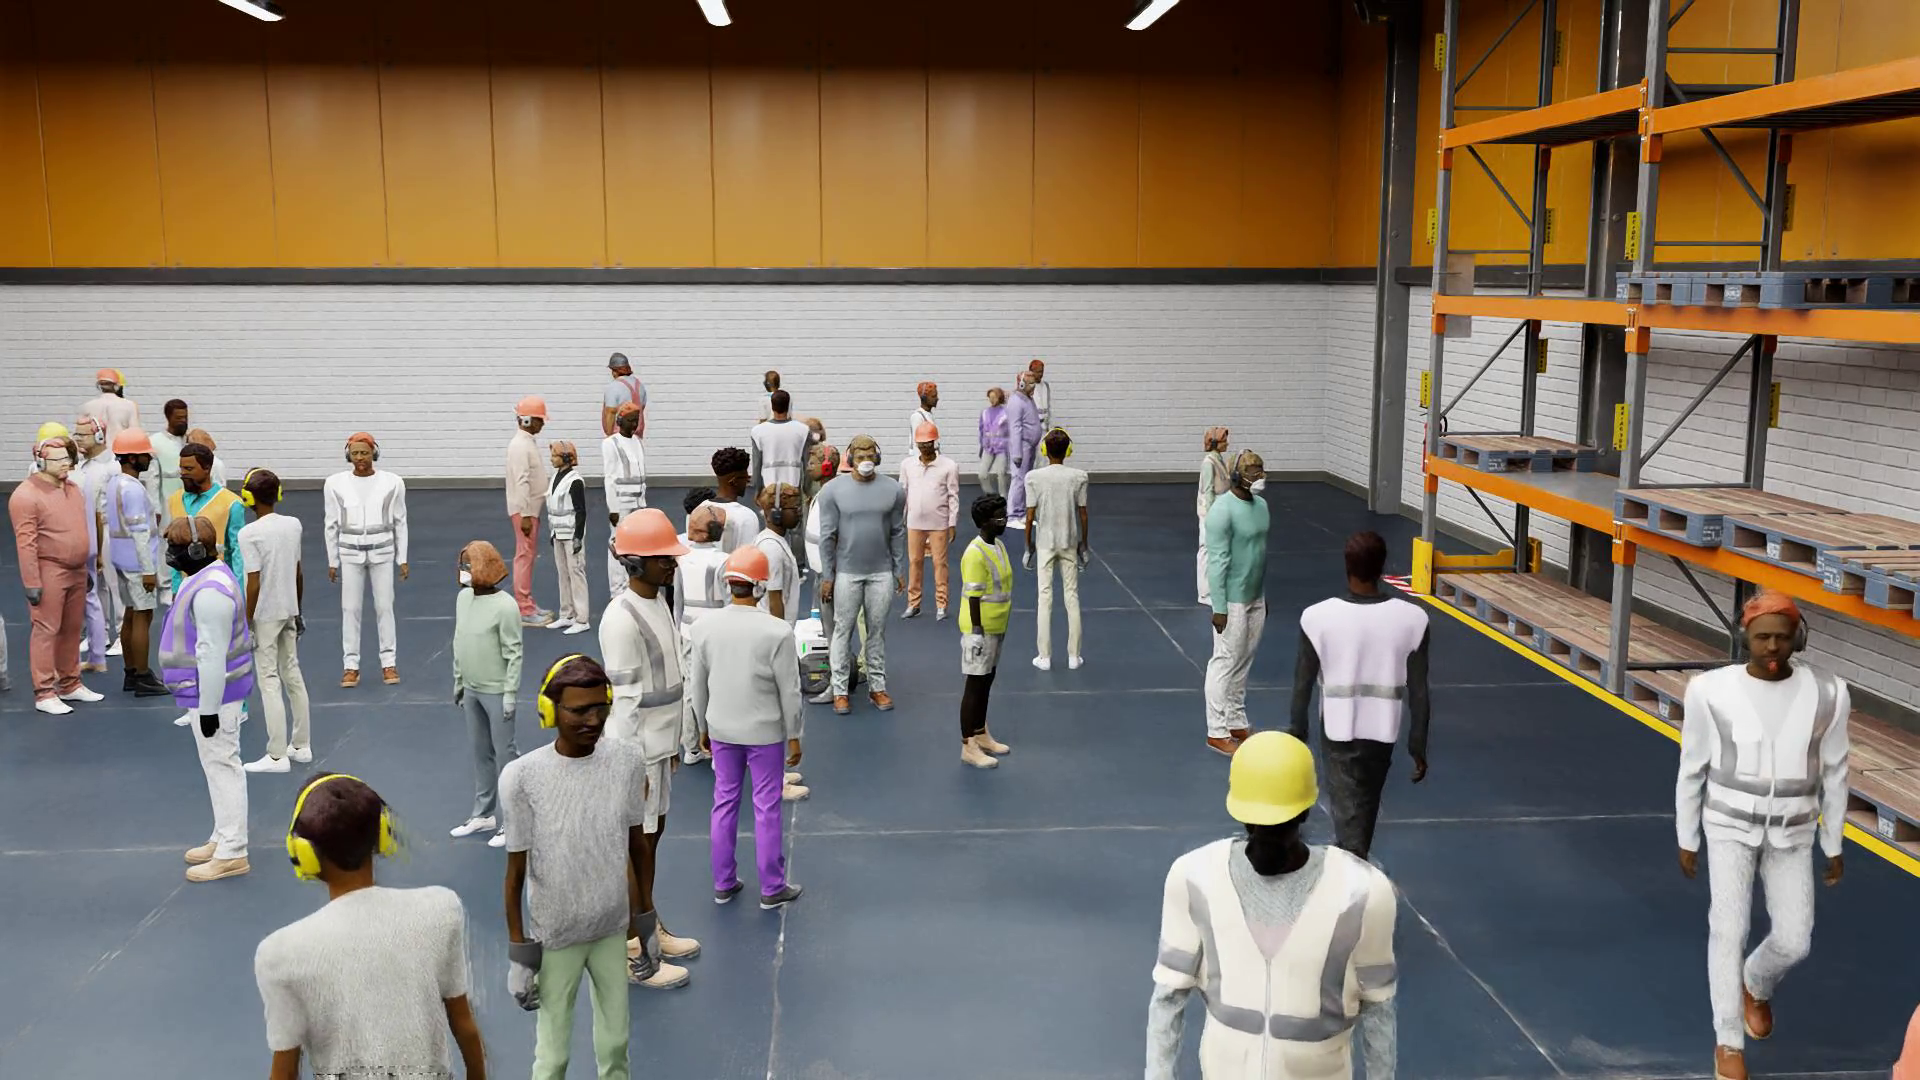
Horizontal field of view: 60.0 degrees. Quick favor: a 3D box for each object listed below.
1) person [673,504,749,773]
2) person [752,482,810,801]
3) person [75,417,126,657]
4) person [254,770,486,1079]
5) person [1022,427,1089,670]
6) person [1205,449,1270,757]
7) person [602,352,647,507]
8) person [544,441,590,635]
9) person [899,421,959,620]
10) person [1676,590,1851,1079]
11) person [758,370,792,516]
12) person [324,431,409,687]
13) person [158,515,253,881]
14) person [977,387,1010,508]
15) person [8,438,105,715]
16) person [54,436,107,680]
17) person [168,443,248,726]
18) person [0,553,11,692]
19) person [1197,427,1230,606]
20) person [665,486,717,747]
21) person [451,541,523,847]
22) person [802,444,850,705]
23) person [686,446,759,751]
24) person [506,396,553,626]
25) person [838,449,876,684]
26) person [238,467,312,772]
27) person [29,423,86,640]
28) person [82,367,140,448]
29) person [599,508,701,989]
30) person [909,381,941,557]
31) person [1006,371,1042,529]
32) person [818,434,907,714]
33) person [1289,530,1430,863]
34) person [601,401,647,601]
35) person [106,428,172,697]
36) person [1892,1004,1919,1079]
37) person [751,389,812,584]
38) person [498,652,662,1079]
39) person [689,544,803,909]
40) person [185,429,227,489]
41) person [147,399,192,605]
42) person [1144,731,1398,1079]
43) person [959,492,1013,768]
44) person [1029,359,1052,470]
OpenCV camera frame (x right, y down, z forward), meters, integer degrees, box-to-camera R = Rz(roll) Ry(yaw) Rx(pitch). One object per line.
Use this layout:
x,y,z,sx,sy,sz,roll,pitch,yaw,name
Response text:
-1.535,0.599,10.159,0.523,1.637,0.306,7,11,38,person
-1.062,0.579,9.635,0.328,1.844,0.511,-2,9,-12,person
-6.867,-0.028,13.253,0.639,1.910,0.407,4,10,24,person
-1.411,1.464,4.067,0.550,1.846,0.383,-7,11,-37,person
0.732,0.067,12.770,0.515,1.872,0.333,0,9,-2,person
1.771,0.388,10.541,0.355,1.938,0.637,7,11,36,person
-4.421,-1.446,21.735,0.536,2.000,0.685,5,10,28,person
-3.323,-0.025,14.072,0.307,1.639,0.525,-7,12,-38,person
-0.287,-0.168,14.612,0.563,1.751,0.330,2,9,14,person
2.997,1.101,6.264,0.596,1.871,0.484,2,9,15,person
-2.322,-1.209,20.904,0.502,1.837,0.349,-8,12,-42,person
-4.368,0.141,12.269,0.575,1.883,0.362,-3,9,-17,person
-3.799,0.782,8.405,0.430,1.836,0.626,-4,10,-26,person
0.441,-1.103,20.866,0.538,1.621,0.400,6,11,32,person
-6.255,0.240,11.571,0.401,1.907,0.646,1,9,7,person
-6.653,0.135,12.476,0.358,1.835,0.516,3,10,18,person
-5.032,0.302,11.147,0.594,1.919,0.388,3,9,18,person
-7.052,0.188,11.811,0.414,1.939,0.604,-1,9,-6,person
2.330,-0.222,15.301,0.309,1.642,0.514,3,9,17,person
-1.624,0.502,10.594,0.533,1.692,0.319,-2,9,-11,person
-2.521,0.809,8.851,0.499,1.634,0.278,7,11,37,person
-0.916,0.236,11.784,0.389,1.847,0.567,-2,9,-11,person
-1.452,0.387,10.461,0.612,1.963,0.363,8,12,40,person
-3.727,-0.257,14.431,0.404,1.990,0.612,-1,9,-9,person
-0.756,0.193,12.341,0.332,1.753,0.561,0,9,-3,person
-4.208,0.486,10.148,0.317,1.867,0.531,3,9,16,person
-7.428,-0.066,13.790,0.594,1.823,0.416,2,9,11,person
-9.702,-0.985,19.024,0.644,1.975,0.663,-1,9,-5,person
-1.324,0.877,7.141,0.376,2.045,0.605,0,9,2,person
-0.379,-0.771,17.990,0.337,1.882,0.583,2,9,12,person
0.778,-1.078,19.905,0.402,1.895,0.645,3,9,17,person
-0.665,0.230,11.534,0.629,1.940,0.376,-3,10,-19,person
1.829,0.885,7.643,0.603,1.877,1.021,0,9,-1,person
-3.027,-0.316,15.128,0.354,1.886,0.572,3,10,19,person
-5.908,0.159,11.982,0.357,1.937,0.551,-8,12,-41,person
1.483,1.620,2.578,0.610,2.019,0.763,5,10,27,person
-1.733,-0.507,16.222,0.593,1.920,0.392,-1,9,-9,person
-1.194,1.265,5.290,0.511,1.863,0.327,-7,11,-37,person
-1.006,0.889,7.977,0.572,1.748,0.335,3,10,20,person
-6.934,-0.217,15.336,0.499,1.627,0.304,5,10,27,person
-7.186,-0.344,15.289,0.433,1.907,0.598,5,10,27,person
0.760,1.419,4.213,0.624,1.884,0.922,4,10,22,person
0.163,0.546,10.308,0.318,1.695,0.539,3,9,17,person
1.036,-1.540,22.849,0.584,1.879,0.367,-8,12,-40,person
